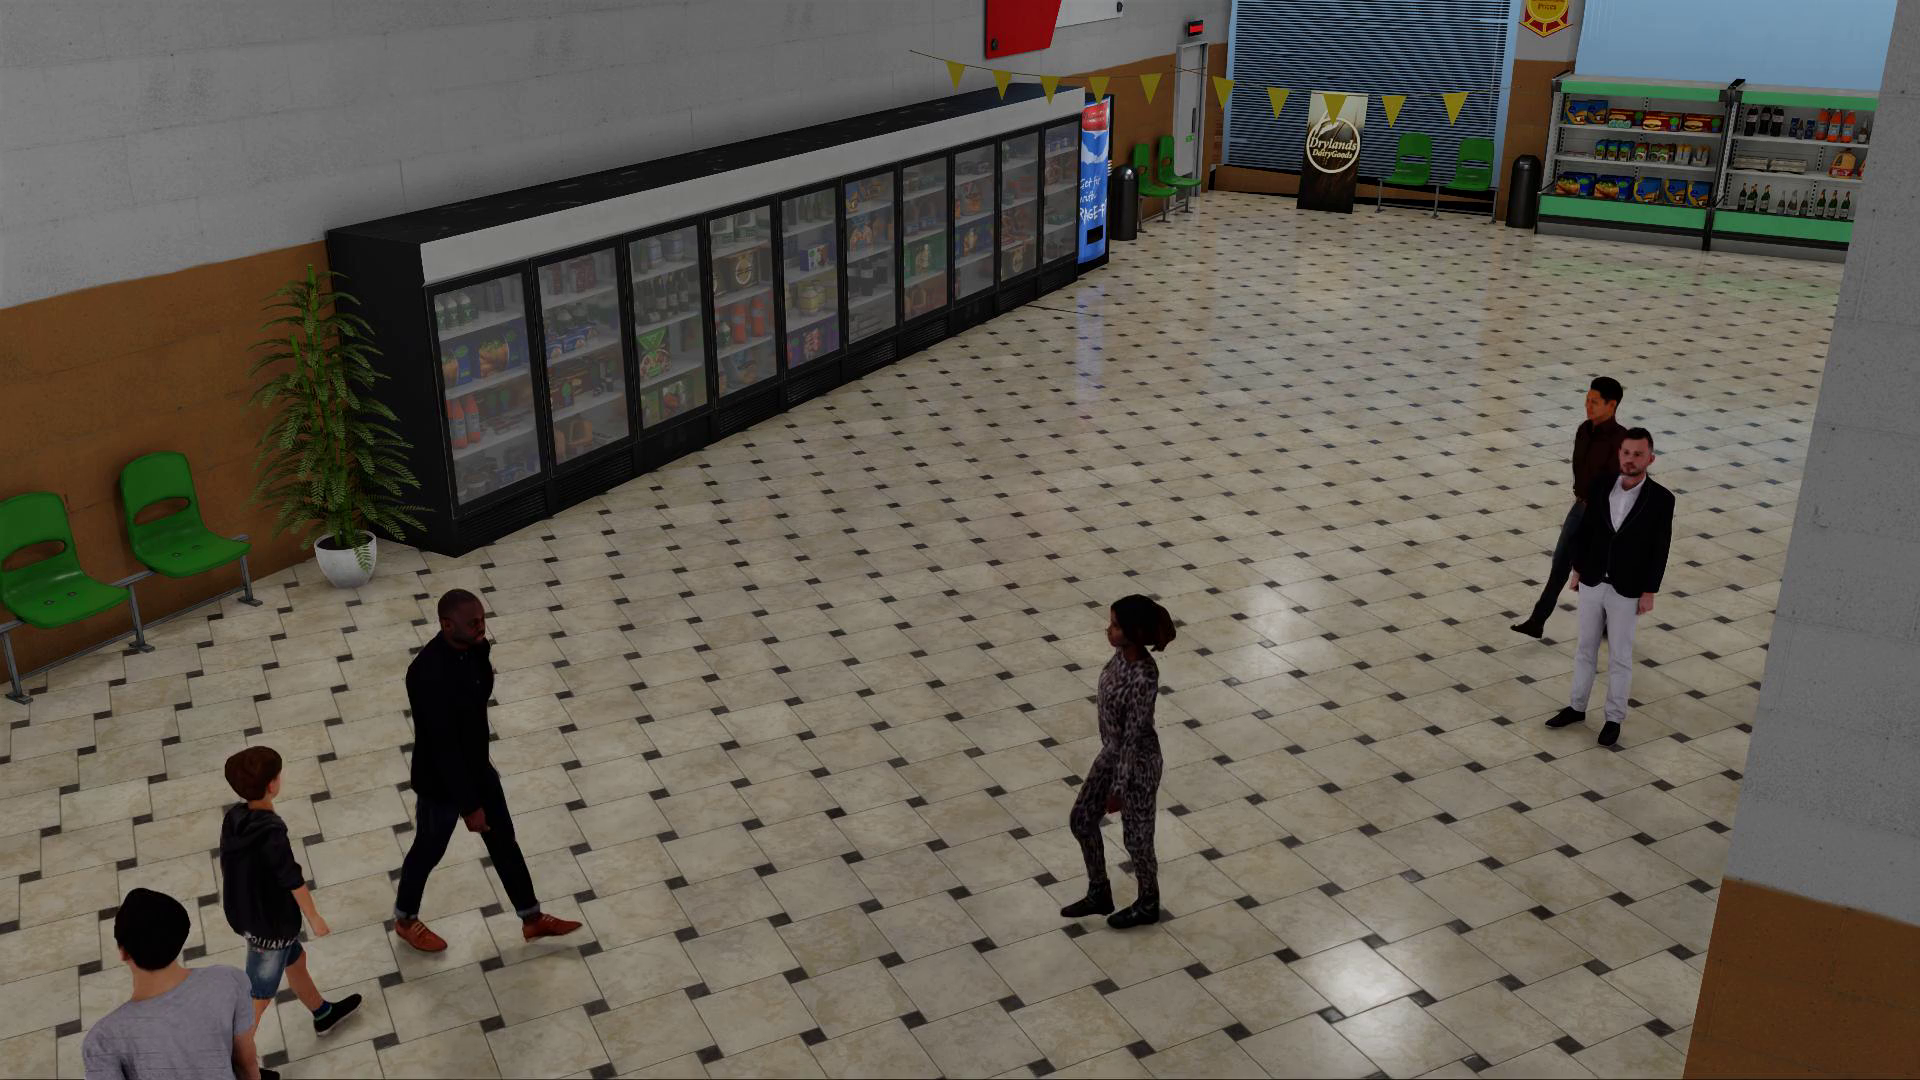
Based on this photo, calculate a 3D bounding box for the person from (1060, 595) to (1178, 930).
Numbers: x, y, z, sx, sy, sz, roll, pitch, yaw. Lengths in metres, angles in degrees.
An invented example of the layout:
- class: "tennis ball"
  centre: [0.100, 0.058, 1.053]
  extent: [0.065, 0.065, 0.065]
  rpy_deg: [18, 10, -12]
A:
- class: "person"
  centre: [0.852, 1.035, 7.559]
  extent: [0.842, 1.701, 0.779]
  rpy_deg: [-4, 22, -9]

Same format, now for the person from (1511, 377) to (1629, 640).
- class: "person"
  centre: [4.100, -0.157, 10.487]
  extent: [1.126, 1.729, 1.157]
  rpy_deg: [-10, 24, -23]

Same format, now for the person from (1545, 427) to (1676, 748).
- class: "person"
  centre: [3.678, 0.245, 9.331]
  extent: [0.774, 1.845, 0.598]
  rpy_deg: [-20, 29, -40]

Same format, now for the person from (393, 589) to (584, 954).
- class: "person"
  centre: [-2.326, 1.055, 7.412]
  extent: [1.187, 1.774, 0.903]
  rpy_deg: [7, 23, 17]

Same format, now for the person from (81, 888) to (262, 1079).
- class: "person"
  centre: [-2.318, 1.935, 5.118]
  extent: [0.919, 1.850, 0.766]
  rpy_deg: [18, 28, 38]

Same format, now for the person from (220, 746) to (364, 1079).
- class: "person"
  centre: [-2.820, 1.544, 6.672]
  extent: [0.909, 1.417, 0.737]
  rpy_deg: [20, 29, 41]
